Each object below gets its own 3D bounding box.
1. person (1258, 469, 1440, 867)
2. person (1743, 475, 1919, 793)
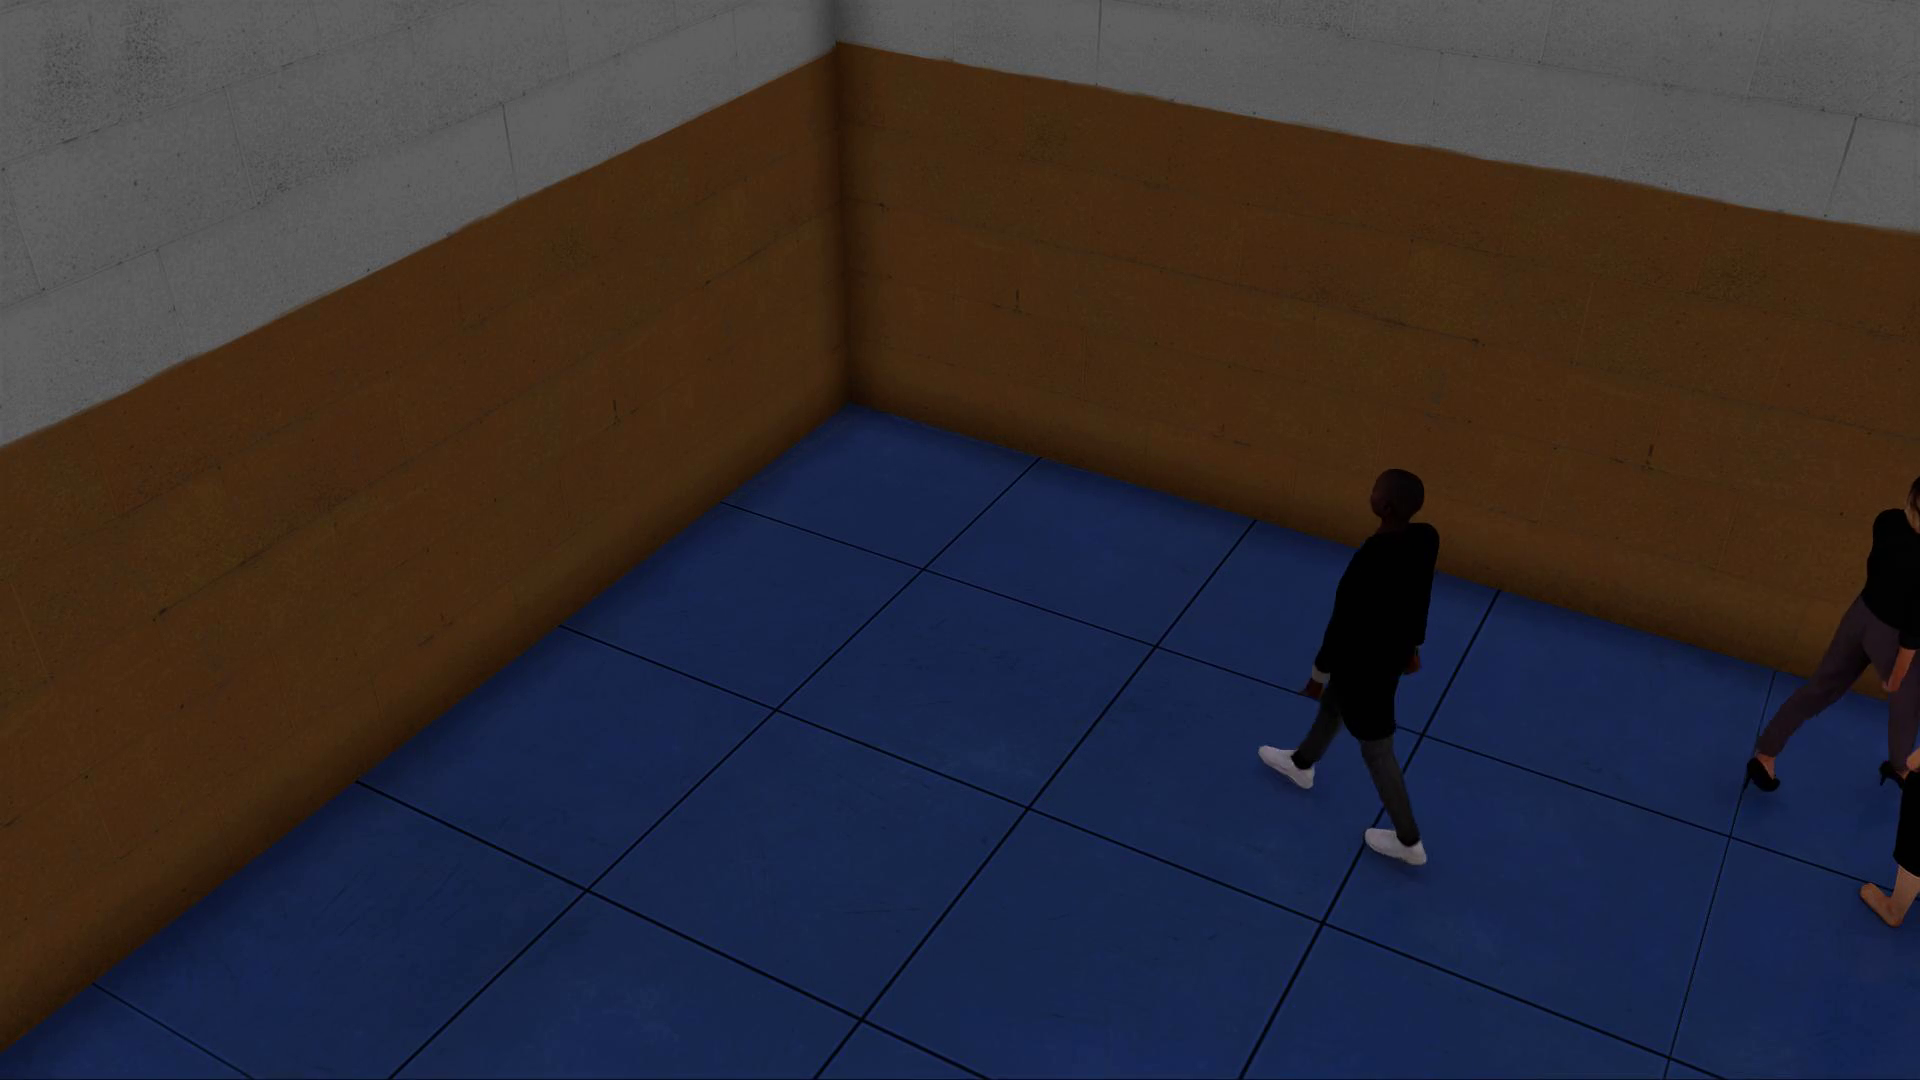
[{"bbox_3d":[1.692,0.546,6.585,1.158,1.717,0.943,-27,42,-34],"label":"person"},{"bbox_3d":[3.668,0.451,6.819,1.074,1.616,1.020,-8,34,-11],"label":"person"}]
